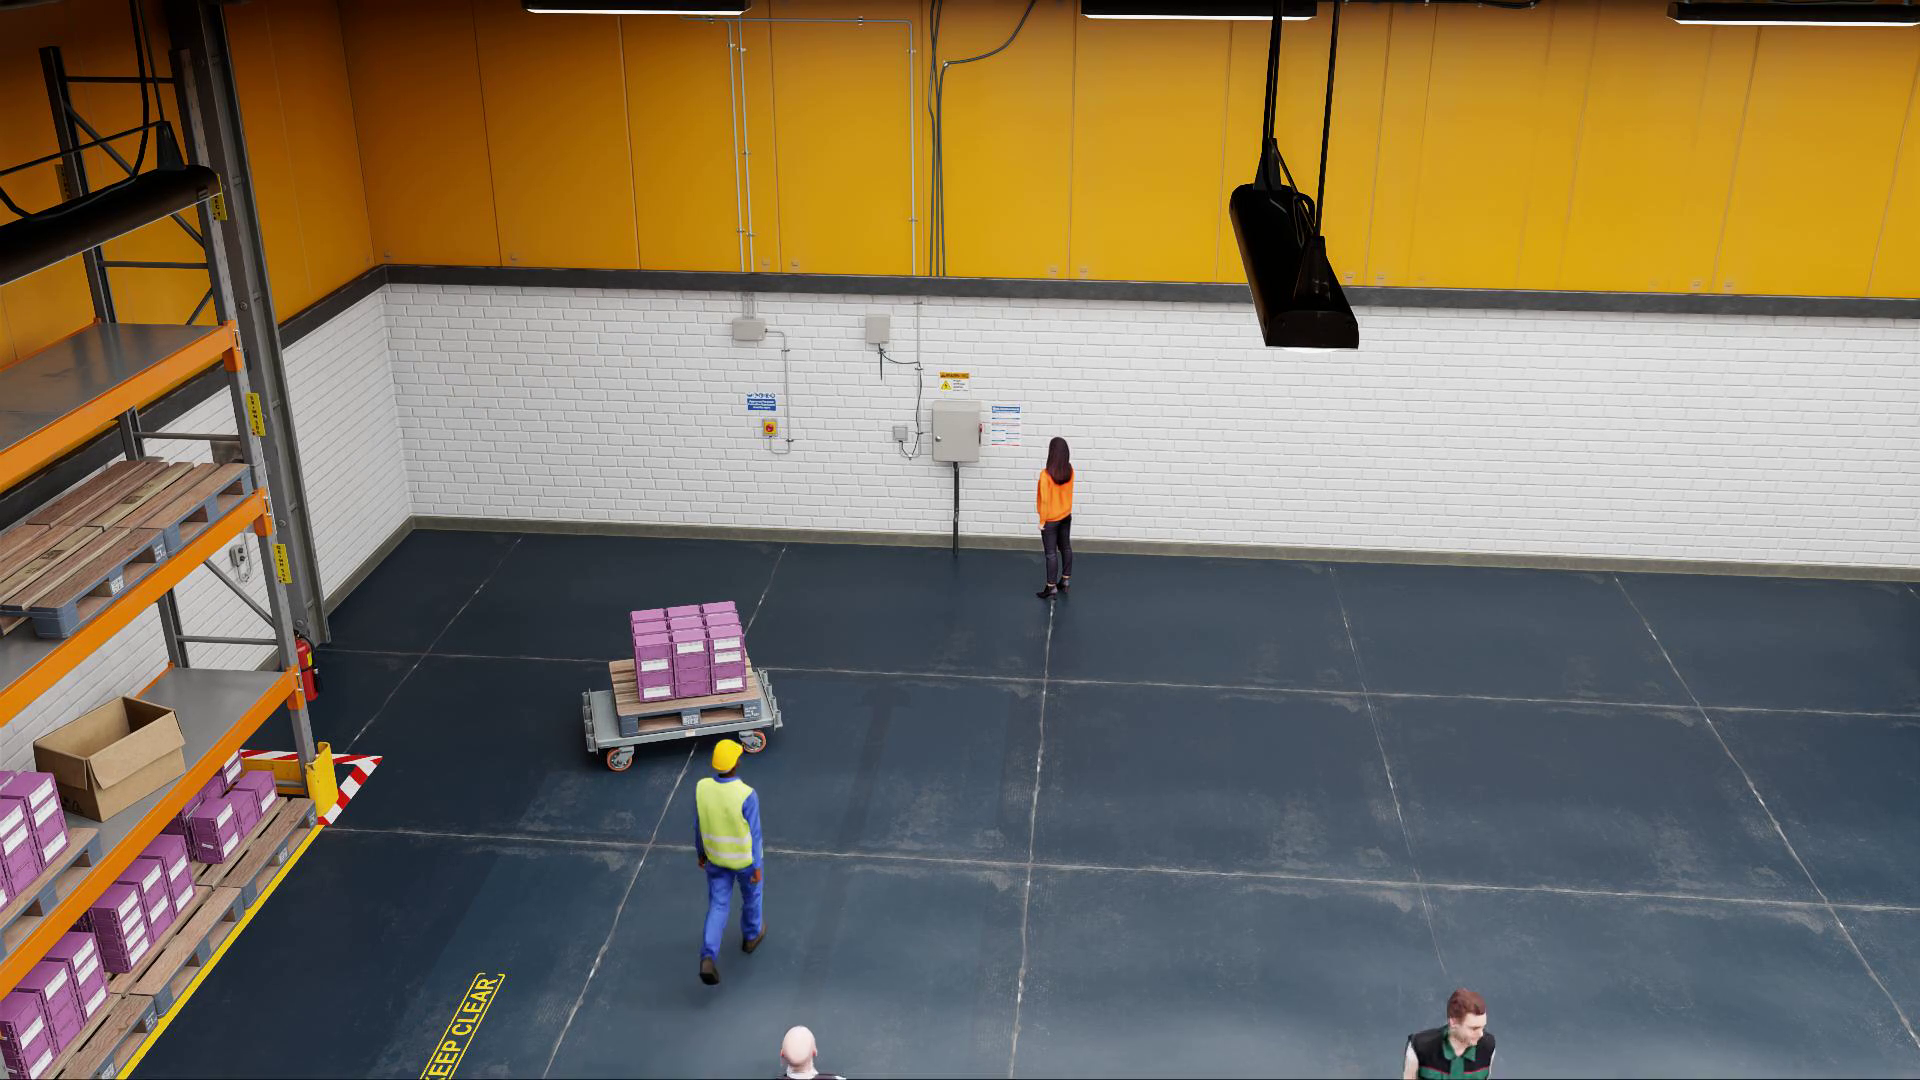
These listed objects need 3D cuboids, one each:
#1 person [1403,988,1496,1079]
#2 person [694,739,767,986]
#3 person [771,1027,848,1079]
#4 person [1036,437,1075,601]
[{"bbox_3d":[2.598,3.153,9.122,0.681,1.816,0.809,2,24,6],"label":"person"},{"bbox_3d":[-1.593,2.199,11.337,0.781,1.790,1.170,6,24,13],"label":"person"},{"bbox_3d":[-0.800,3.333,8.700,0.771,1.823,0.752,-4,24,-9],"label":"person"},{"bbox_3d":[0.986,-0.231,16.947,0.693,1.749,0.766,-21,31,-39],"label":"person"}]
